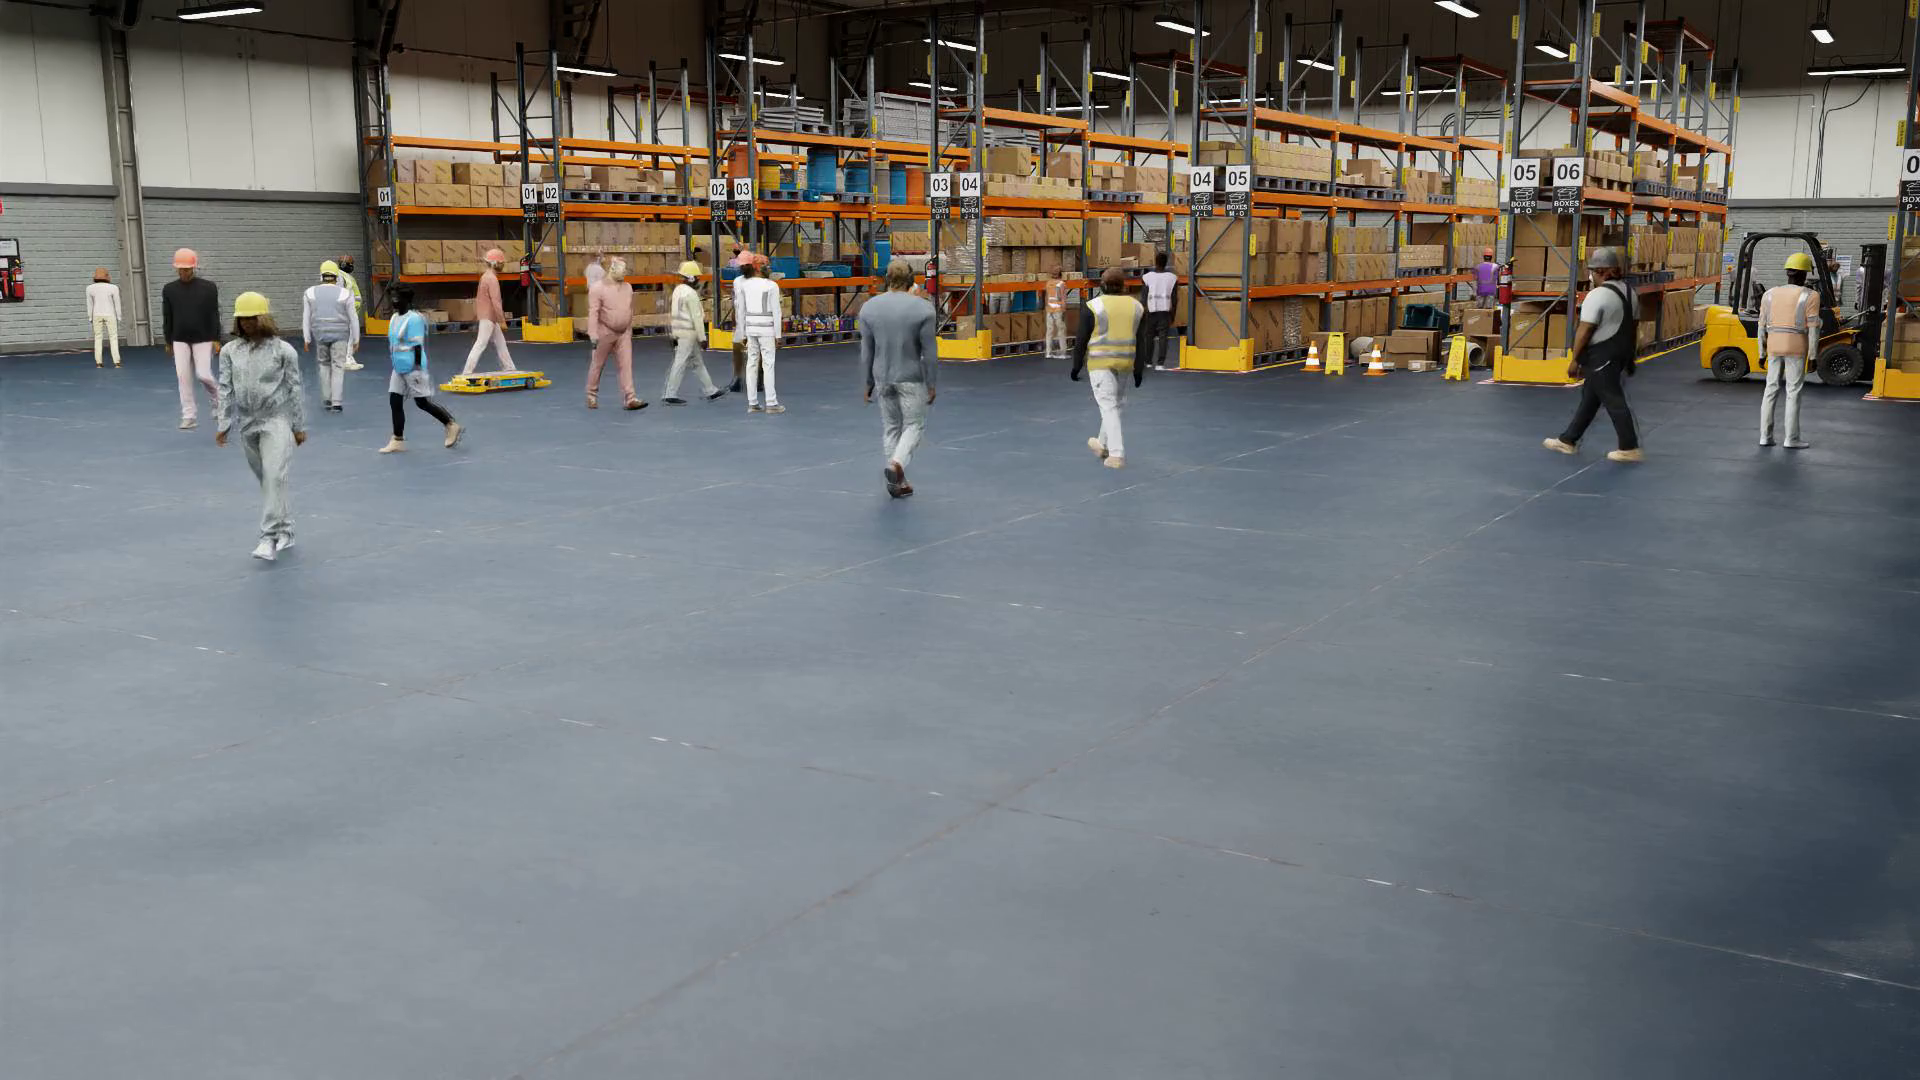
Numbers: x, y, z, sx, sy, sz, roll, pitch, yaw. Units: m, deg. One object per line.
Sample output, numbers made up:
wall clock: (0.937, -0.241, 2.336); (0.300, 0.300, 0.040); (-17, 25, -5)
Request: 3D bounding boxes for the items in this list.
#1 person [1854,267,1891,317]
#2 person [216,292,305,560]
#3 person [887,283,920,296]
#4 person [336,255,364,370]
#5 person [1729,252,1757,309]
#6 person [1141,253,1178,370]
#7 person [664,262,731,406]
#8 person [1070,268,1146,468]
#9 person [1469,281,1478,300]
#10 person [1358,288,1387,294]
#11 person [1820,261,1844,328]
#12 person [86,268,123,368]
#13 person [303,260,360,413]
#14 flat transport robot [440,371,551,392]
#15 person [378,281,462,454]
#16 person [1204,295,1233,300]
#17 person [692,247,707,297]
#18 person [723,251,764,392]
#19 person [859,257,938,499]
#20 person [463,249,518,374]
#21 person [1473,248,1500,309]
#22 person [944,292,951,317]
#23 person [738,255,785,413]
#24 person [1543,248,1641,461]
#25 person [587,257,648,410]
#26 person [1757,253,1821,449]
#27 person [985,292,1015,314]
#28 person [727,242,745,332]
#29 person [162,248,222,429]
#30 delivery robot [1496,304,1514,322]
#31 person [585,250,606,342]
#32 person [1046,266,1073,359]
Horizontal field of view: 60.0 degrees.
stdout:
person: (17.322, -4.563, 31.596); (0.588, 1.918, 0.397); (6, 12, 29)
person: (-4.507, -0.720, 10.651); (0.488, 1.705, 0.860); (1, 10, 3)
person: (-0.899, -3.531, 26.453); (0.551, 1.680, 0.384); (-1, 10, -8)
person: (-9.840, -3.658, 26.753); (0.429, 1.839, 0.623); (-1, 10, -7)
person: (15.837, -4.891, 33.633); (0.528, 1.854, 0.444); (5, 11, 27)
person: (3.195, -3.677, 26.808); (0.601, 1.852, 1.022); (0, 10, -1)
person: (-3.305, -2.573, 20.806); (0.930, 1.781, 0.611); (-5, 11, -25)
person: (1.338, -1.590, 15.288); (0.624, 1.791, 0.954); (-4, 11, -24)
person: (13.666, -6.807, 43.879); (0.484, 2.026, 0.677); (1, 10, 8)
person: (9.446, -5.712, 38.084); (0.670, 1.893, 0.489); (7, 12, 34)
person: (18.418, -5.062, 35.170); (0.522, 1.637, 0.310); (-2, 10, -10)
person: (-13.973, -3.625, 27.172); (0.501, 1.625, 0.303); (-2, 10, -12)
person: (-7.523, -2.443, 20.007); (0.628, 1.809, 0.715); (-1, 10, -6)
flat transport robot: (-6.400, -2.199, 22.962); (0.652, 0.197, 1.431); (6, 12, 31)
person: (-5.269, -1.677, 16.136); (0.774, 1.673, 0.538); (-10, 14, -44)
person: (5.048, -4.762, 32.509); (0.638, 1.983, 0.442); (5, 11, 27)
person: (-6.600, -6.468, 42.182); (0.622, 1.947, 0.704); (9, 14, 42)
person: (-2.917, -2.928, 22.444); (0.578, 1.908, 0.808); (6, 12, 31)
person: (-0.488, -1.239, 12.975); (0.638, 1.918, 0.704); (3, 11, 17)
person: (-6.659, -3.150, 23.642); (1.039, 1.932, 0.629); (-4, 11, -21)
person: (11.506, -5.408, 36.334); (0.567, 1.920, 0.464); (6, 12, 31)
person: (-0.219, -6.927, 45.780); (0.505, 1.579, 0.880); (4, 11, 22)
person: (-2.375, -2.456, 19.889); (0.575, 1.883, 0.362); (5, 12, 28)
person: (6.019, -1.775, 15.629); (0.688, 2.000, 1.040); (-9, 13, -41)
person: (-4.236, -2.501, 20.235); (0.981, 1.850, 0.706); (10, 14, 43)
person: (8.212, -1.869, 16.475); (0.382, 1.924, 0.594); (-7, 12, -36)
person: (0.793, -4.815, 32.984); (0.626, 1.931, 0.376); (0, 10, 1)
person: (-4.823, -5.497, 36.460); (0.611, 2.048, 0.361); (9, 13, 40)
person: (-8.428, -2.214, 18.283); (0.643, 1.971, 0.567); (0, 10, -3)
delivery robot: (13.057, -5.492, 40.348); (0.707, 0.478, 0.477); (-1, 10, -5)
person: (-7.076, -4.739, 32.650); (0.435, 1.890, 0.670); (-7, 12, -33)
person: (1.742, -3.983, 29.185); (0.597, 1.619, 0.535); (-8, 13, -39)
